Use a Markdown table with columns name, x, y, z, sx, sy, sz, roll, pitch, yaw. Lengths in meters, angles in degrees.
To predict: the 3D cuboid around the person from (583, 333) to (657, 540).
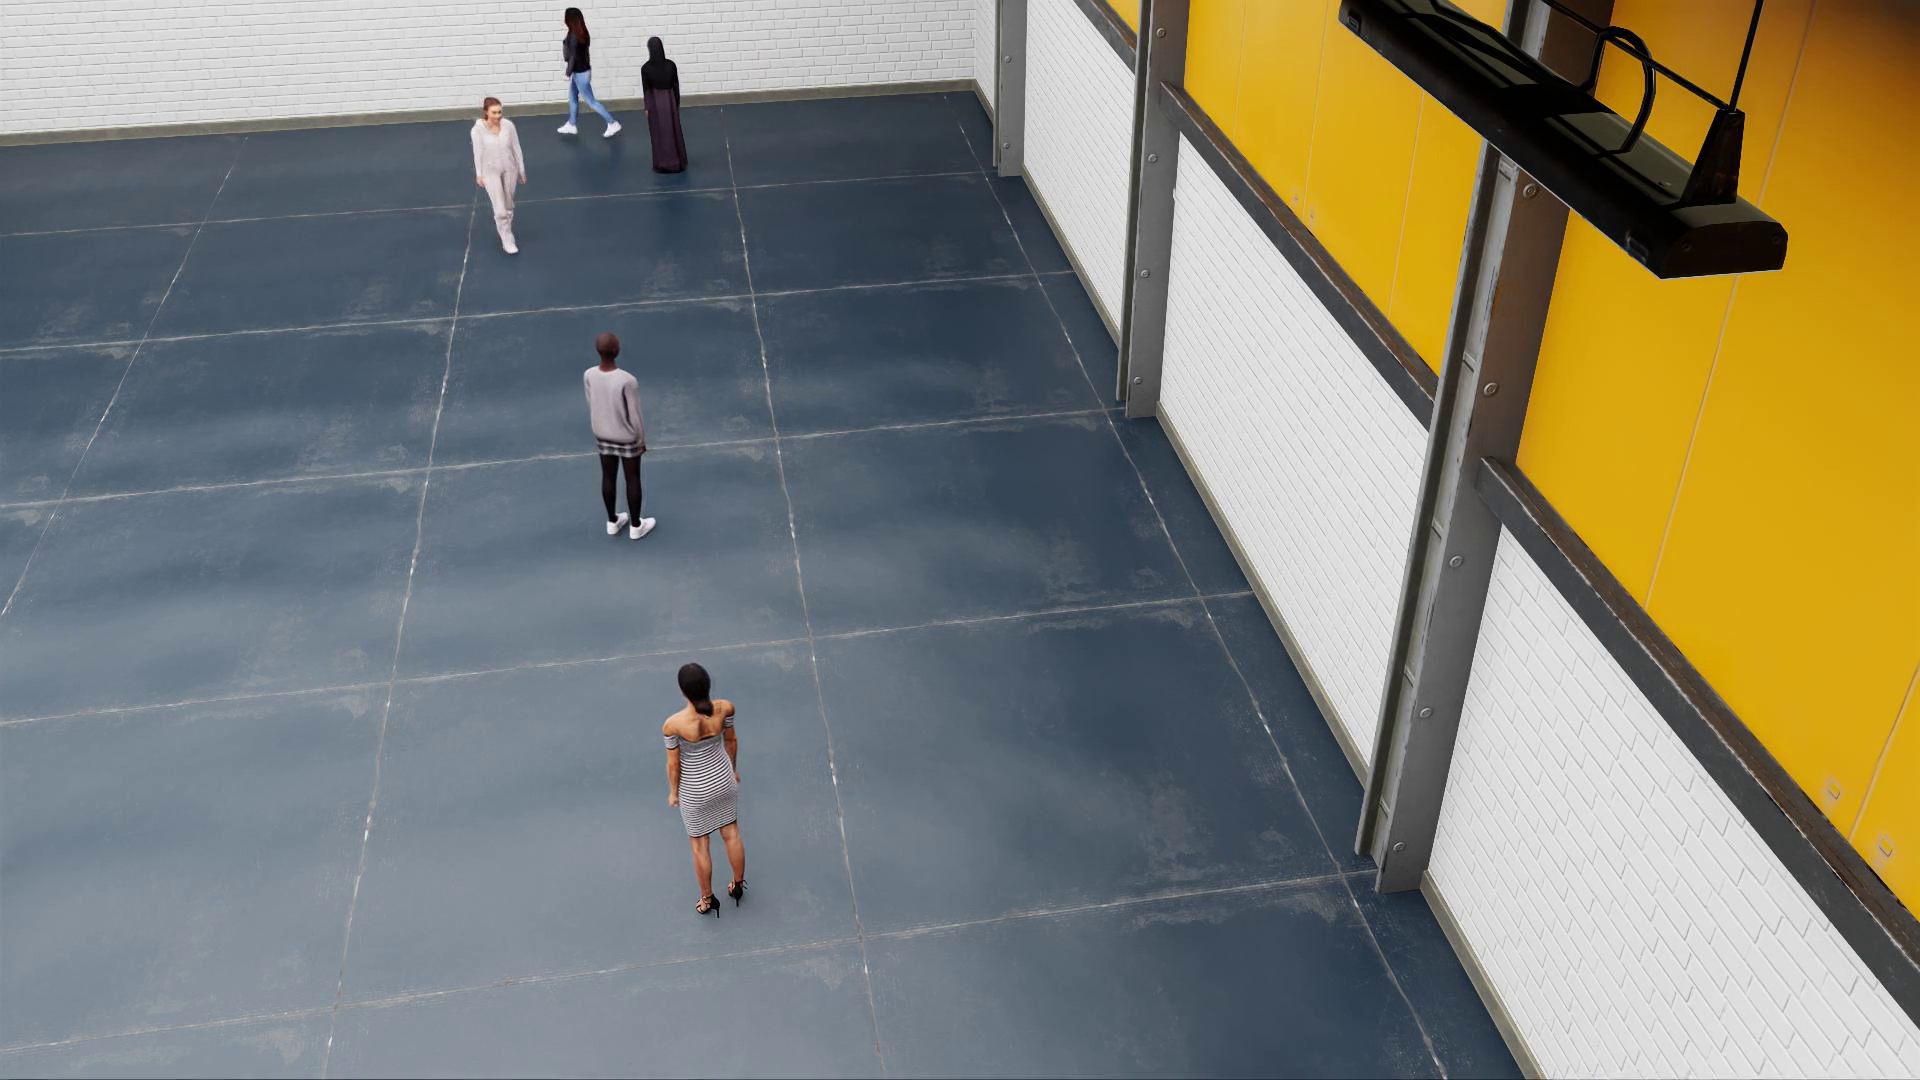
| name | x | y | z | sx | sy | sz | roll | pitch | yaw |
| --- | --- | --- | --- | --- | --- | --- | --- | --- | --- |
| person | -2.697 | -0.817 | 13.059 | 0.689 | 1.771 | 0.677 | 9 | 35 | 14 |

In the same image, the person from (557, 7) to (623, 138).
| name | x | y | z | sx | sy | sz | roll | pitch | yaw |
| --- | --- | --- | --- | --- | --- | --- | --- | --- | --- |
| person | -4.635 | -5.769 | 20.666 | 0.854 | 1.599 | 1.082 | 1 | 34 | 2 |

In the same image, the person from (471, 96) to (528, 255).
| name | x | y | z | sx | sy | sz | roll | pitch | yaw |
| --- | --- | --- | --- | --- | --- | --- | --- | --- | --- |
| person | -4.995 | -3.975 | 17.910 | 0.862 | 1.660 | 0.987 | -21 | 39 | -29 |

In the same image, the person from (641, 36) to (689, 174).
| name | x | y | z | sx | sy | sz | roll | pitch | yaw |
| --- | --- | --- | --- | --- | --- | --- | --- | --- | --- |
| person | -3.537 | -5.175 | 19.757 | 0.637 | 1.614 | 0.631 | -11 | 35 | -16 |

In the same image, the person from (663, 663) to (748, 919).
| name | x | y | z | sx | sy | sz | roll | pitch | yaw |
| --- | --- | --- | --- | --- | --- | --- | --- | --- | --- |
| person | -1.452 | 1.450 | 9.602 | 0.665 | 1.822 | 0.653 | -19 | 38 | -26 |
